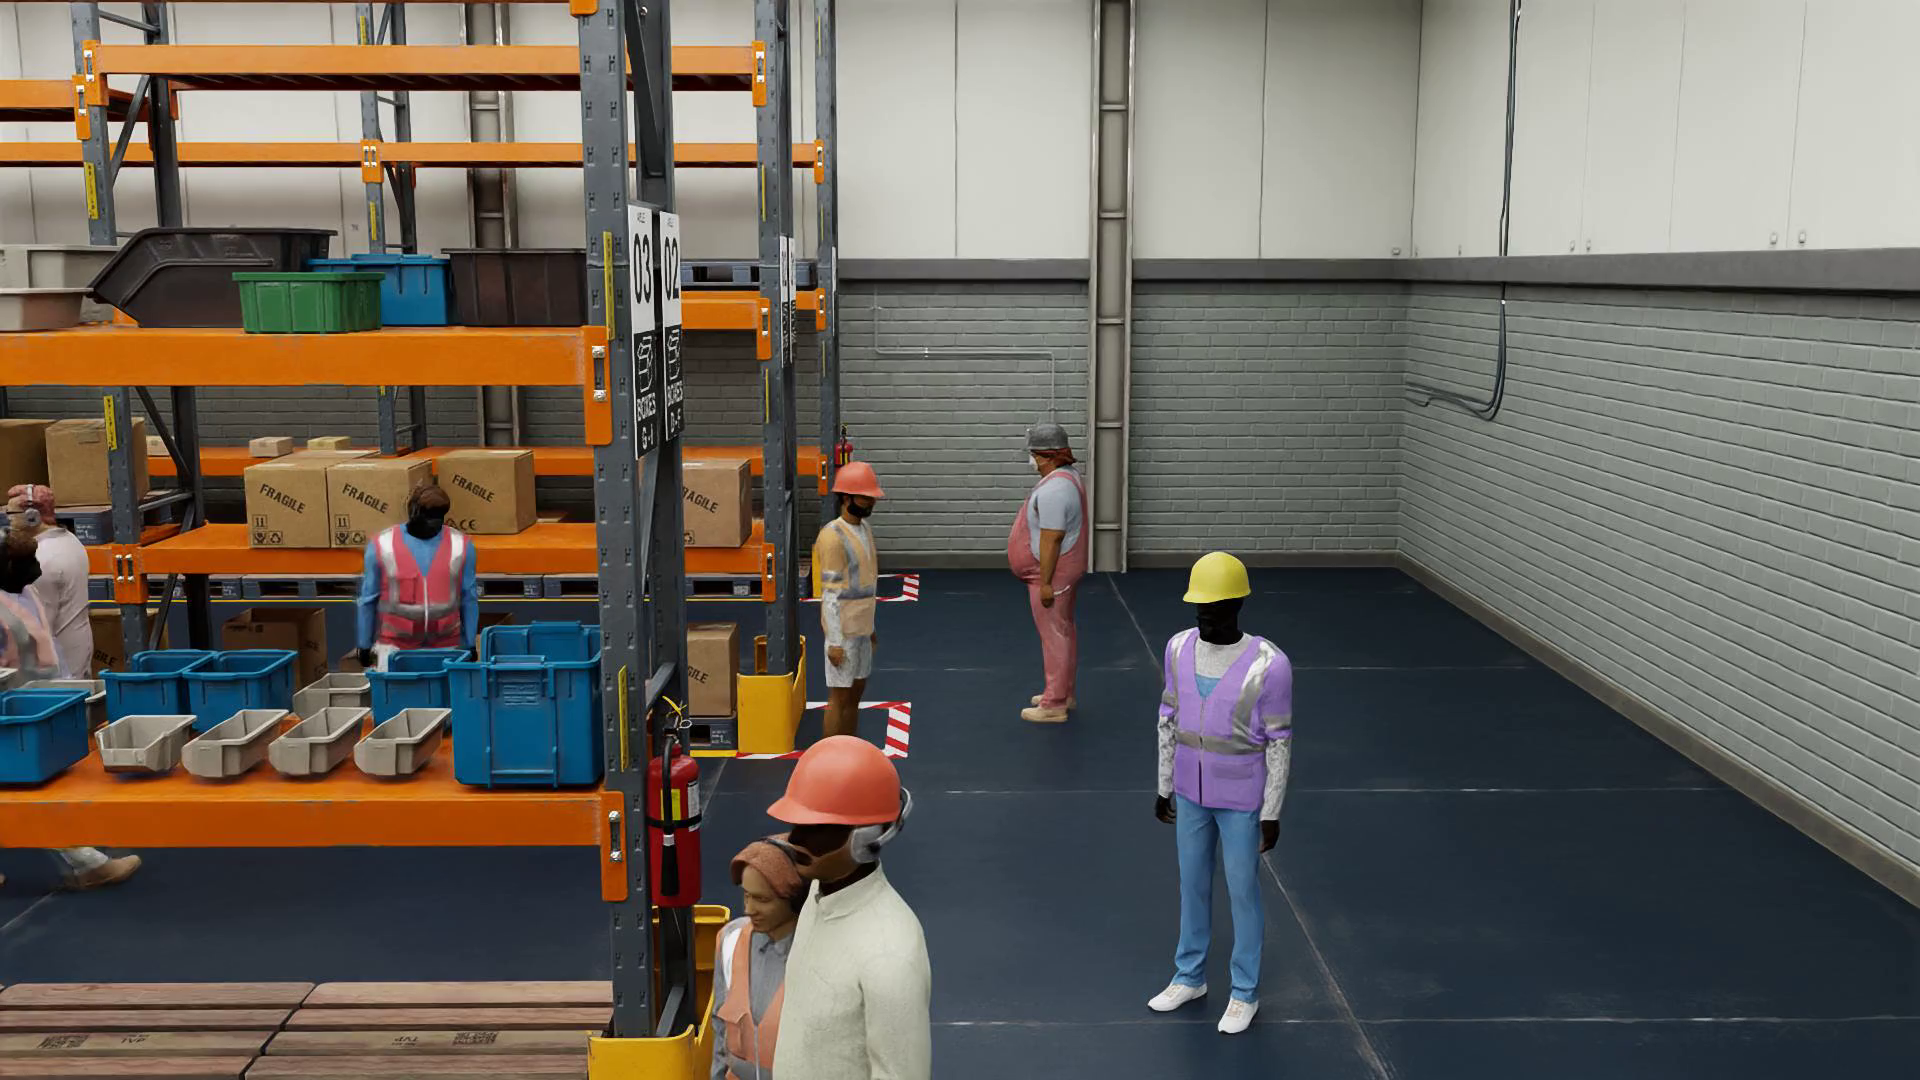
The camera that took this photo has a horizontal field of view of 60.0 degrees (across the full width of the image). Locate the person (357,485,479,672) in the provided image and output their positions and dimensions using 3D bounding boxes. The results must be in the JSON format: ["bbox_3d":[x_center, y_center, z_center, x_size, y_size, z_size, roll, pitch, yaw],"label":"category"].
[{"bbox_3d":[-3.097,0.581,9.581,0.666,1.814,0.458,-5,10,-27],"label":"person"}]

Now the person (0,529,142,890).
[{"bbox_3d":[-4.563,0.835,8.070,0.946,1.798,0.630,-2,10,-15],"label":"person"}]

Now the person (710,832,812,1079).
[{"bbox_3d":[-0.429,1.534,4.274,0.523,1.631,0.317,7,12,36],"label":"person"}]

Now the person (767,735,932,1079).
[{"bbox_3d":[-0.257,1.419,3.854,0.373,1.997,0.619,-4,10,-22],"label":"person"}]

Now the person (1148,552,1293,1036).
[{"bbox_3d":[1.029,0.998,6.653,0.592,1.926,0.366,8,12,40],"label":"person"}]

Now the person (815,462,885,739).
[{"bbox_3d":[-0.609,0.507,9.641,0.378,1.932,0.551,3,10,20],"label":"person"}]

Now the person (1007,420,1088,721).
[{"bbox_3d":[0.587,0.196,11.222,0.535,2.000,0.688,2,10,14],"label":"person"}]

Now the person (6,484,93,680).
[{"bbox_3d":[-4.898,0.639,8.960,0.395,1.901,0.644,-2,10,-13],"label":"person"}]
